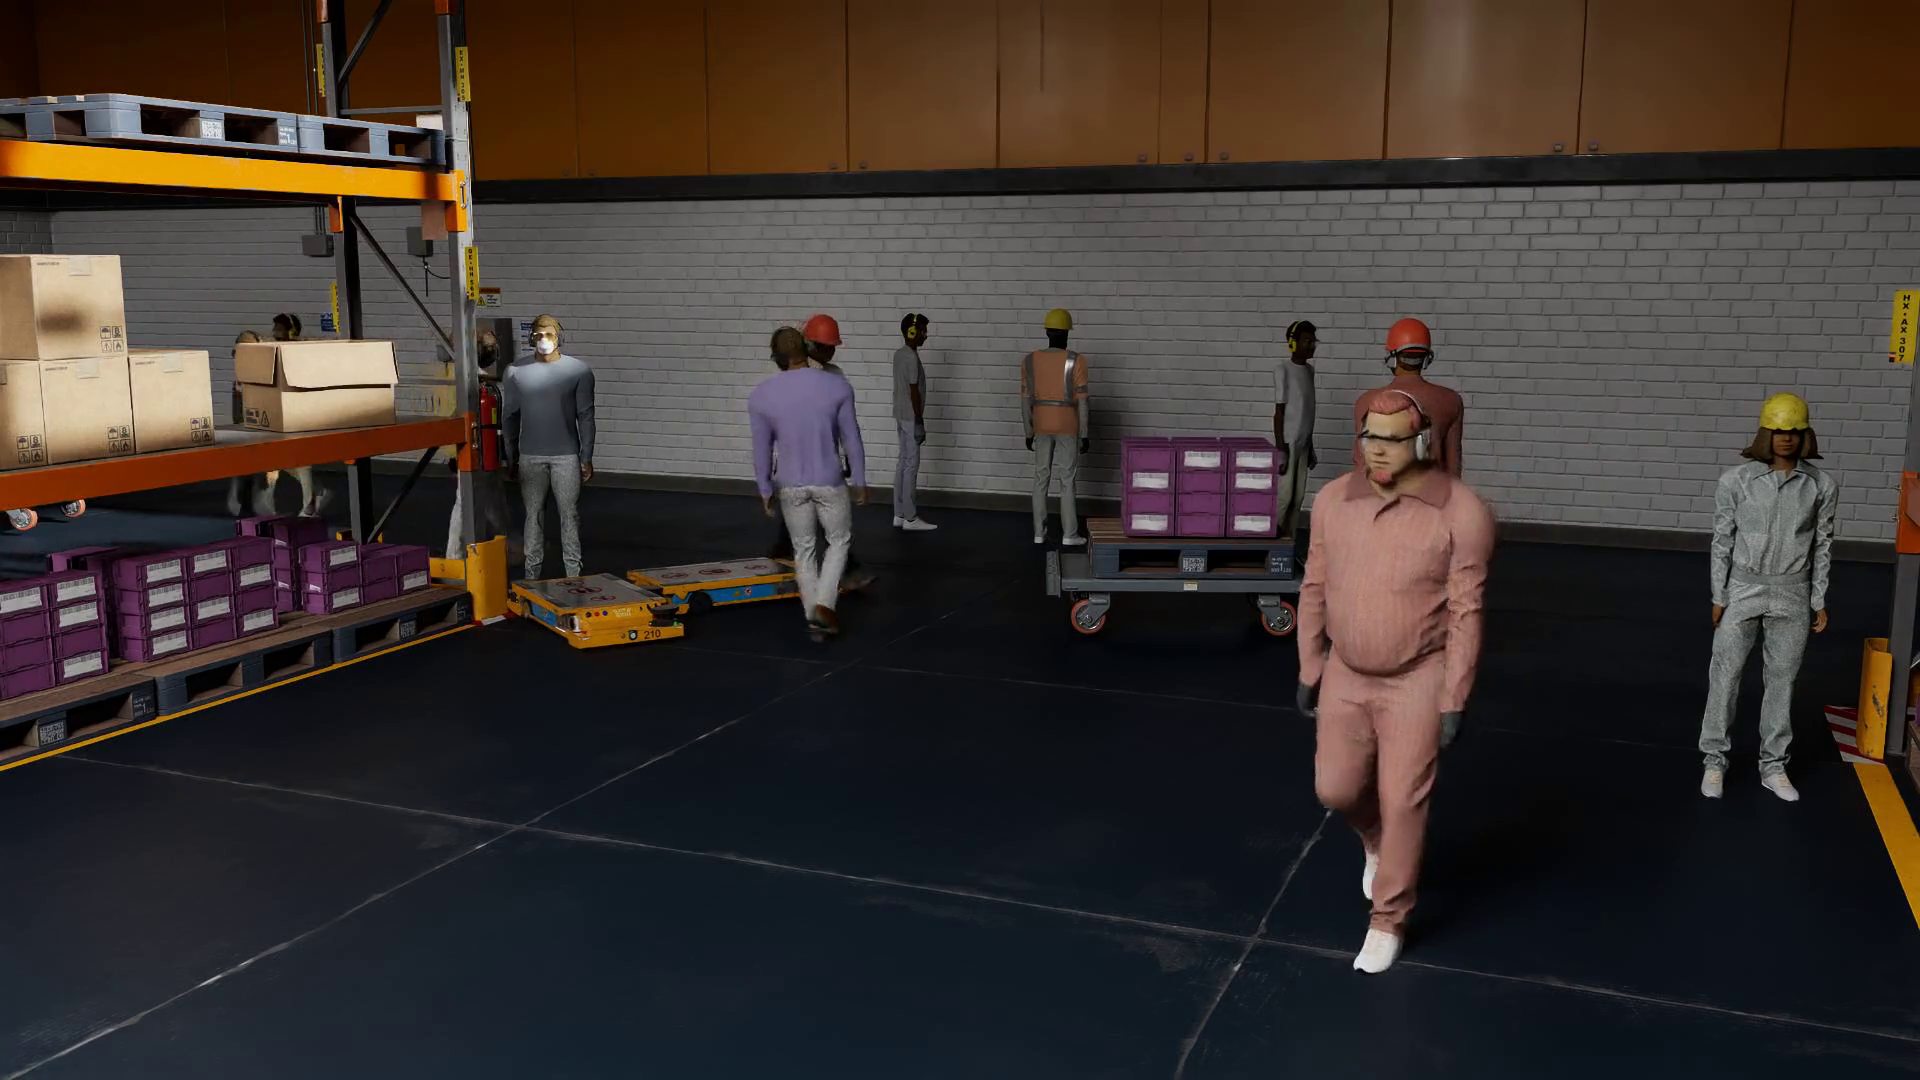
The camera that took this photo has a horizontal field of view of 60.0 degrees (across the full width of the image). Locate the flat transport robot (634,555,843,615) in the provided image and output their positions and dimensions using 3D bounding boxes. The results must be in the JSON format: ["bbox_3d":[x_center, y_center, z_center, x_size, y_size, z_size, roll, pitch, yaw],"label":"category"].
[{"bbox_3d":[-1.574,0.297,11.194,1.431,0.197,0.652,-6,11,-31],"label":"flat transport robot"}]

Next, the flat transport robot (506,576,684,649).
[{"bbox_3d":[-2.313,0.422,10.434,0.652,0.197,1.431,-6,11,-32],"label":"flat transport robot"}]

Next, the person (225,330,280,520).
[{"bbox_3d":[-4.975,-0.577,11.791,0.552,1.820,0.415,6,11,34],"label":"person"}]

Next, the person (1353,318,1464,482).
[{"bbox_3d":[2.343,-0.168,8.797,0.613,1.995,0.391,-1,9,-8],"label":"person"}]

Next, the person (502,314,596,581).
[{"bbox_3d":[-2.813,-0.572,11.420,0.630,1.940,0.372,-1,9,-8],"label":"person"}]

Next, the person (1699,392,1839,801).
[{"bbox_3d":[3.432,0.246,7.051,0.486,1.744,0.311,2,10,11],"label":"person"}]

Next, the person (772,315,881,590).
[{"bbox_3d":[-1.004,-0.615,11.715,1.040,1.922,0.639,5,11,30],"label":"person"}]

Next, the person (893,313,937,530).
[{"bbox_3d":[-0.414,-1.016,14.337,0.327,1.865,0.519,-3,10,-20],"label":"person"}]

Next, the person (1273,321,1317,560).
[{"bbox_3d":[2.486,-0.685,12.312,0.310,1.868,0.532,8,12,39],"label":"person"}]

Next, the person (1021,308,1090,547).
[{"bbox_3d":[0.780,-0.903,13.455,0.585,1.927,0.366,4,10,24],"label":"person"}]

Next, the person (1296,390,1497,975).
[{"bbox_3d":[1.440,0.437,5.492,0.648,1.886,0.608,7,12,38],"label":"person"}]

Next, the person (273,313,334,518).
[{"bbox_3d":[-5.782,-1.048,14.554,0.432,1.859,0.509,-8,13,-42],"label":"person"}]

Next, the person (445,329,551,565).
[{"bbox_3d":[-3.420,-0.638,12.220,0.901,1.805,0.635,-5,11,-27],"label":"person"}]

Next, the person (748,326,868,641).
[{"bbox_3d":[-0.909,-0.313,9.950,0.695,1.915,0.521,0,9,-2],"label":"person"}]
